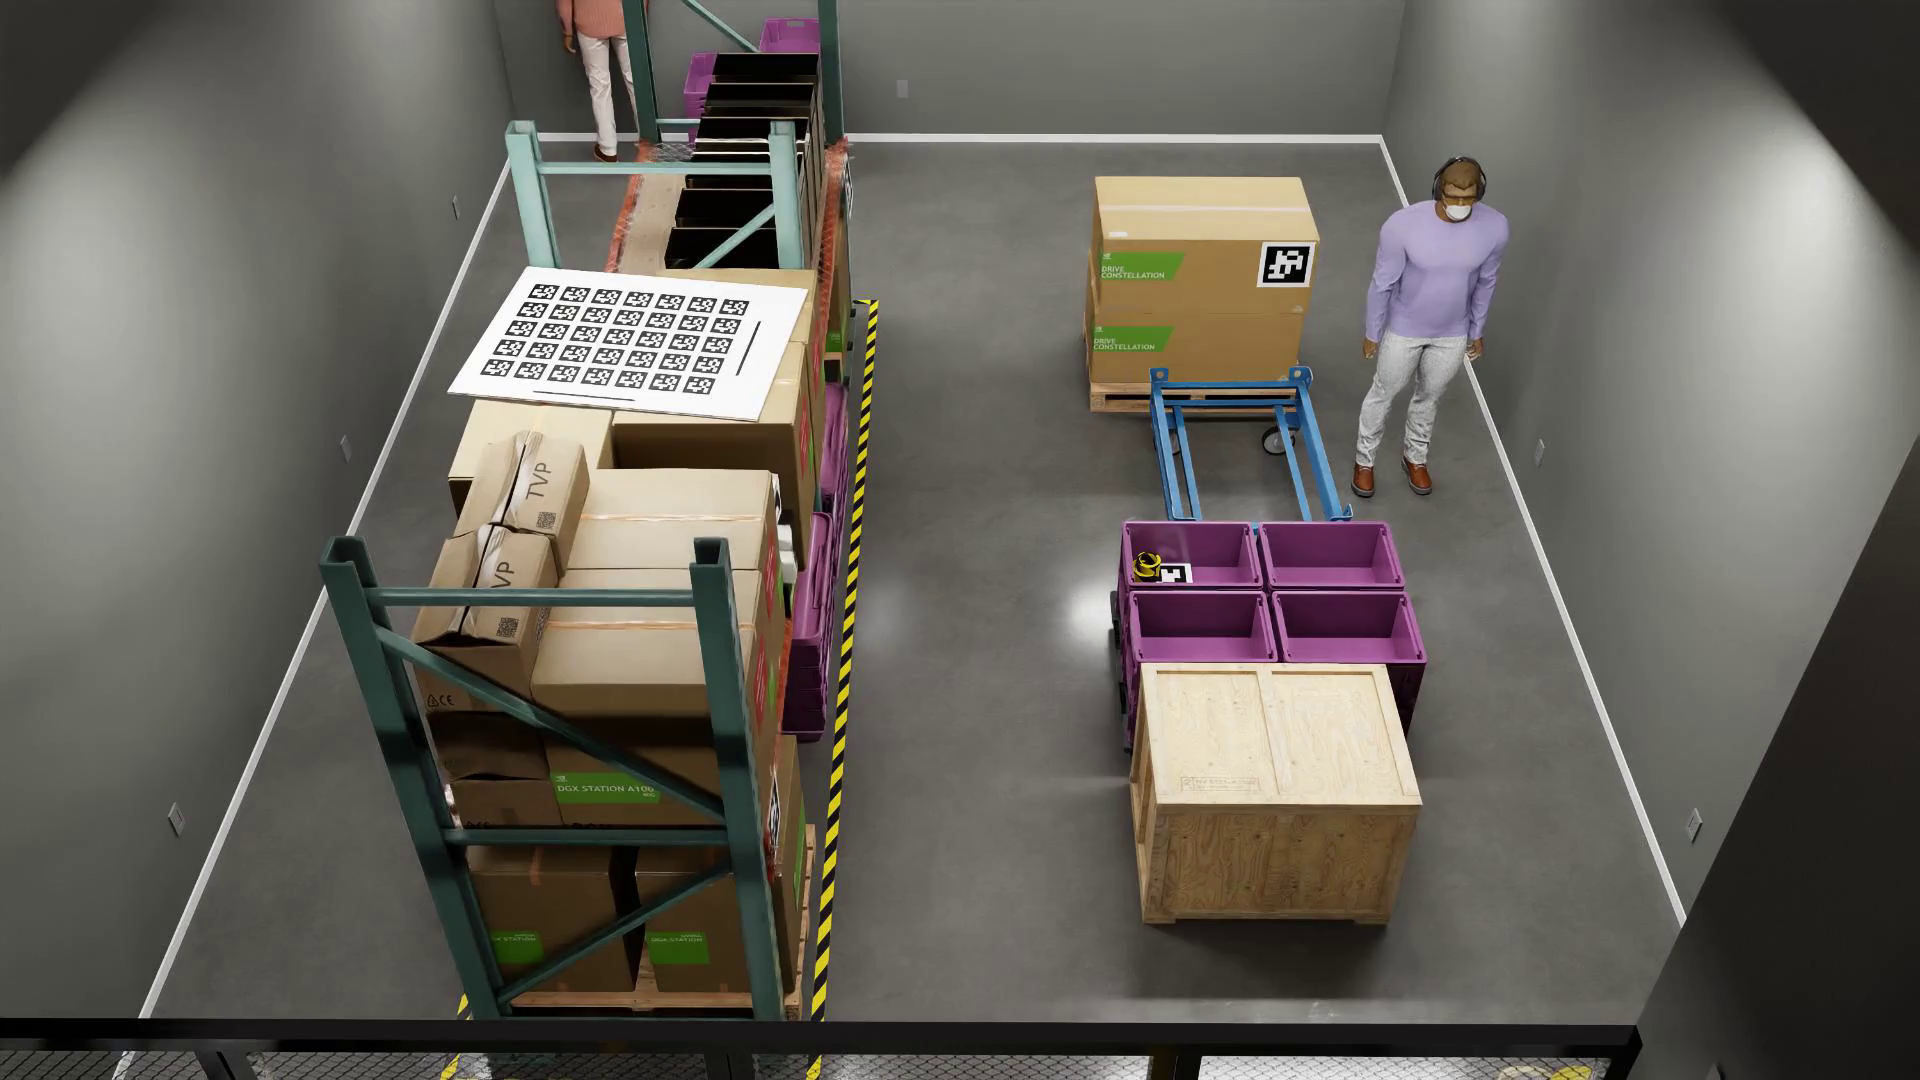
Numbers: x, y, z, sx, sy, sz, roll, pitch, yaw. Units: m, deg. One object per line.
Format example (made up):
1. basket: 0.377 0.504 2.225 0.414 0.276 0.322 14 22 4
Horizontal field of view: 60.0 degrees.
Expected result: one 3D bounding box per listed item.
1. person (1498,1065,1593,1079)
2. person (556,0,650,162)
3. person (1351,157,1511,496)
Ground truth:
1. person: 1.617 2.070 4.832 0.404 1.830 0.601 5 42 6
2. person: -2.344 -3.426 10.978 0.609 1.996 0.383 -15 43 -17
3. person: 2.326 -1.054 8.316 0.635 1.937 0.352 -2 41 -2
